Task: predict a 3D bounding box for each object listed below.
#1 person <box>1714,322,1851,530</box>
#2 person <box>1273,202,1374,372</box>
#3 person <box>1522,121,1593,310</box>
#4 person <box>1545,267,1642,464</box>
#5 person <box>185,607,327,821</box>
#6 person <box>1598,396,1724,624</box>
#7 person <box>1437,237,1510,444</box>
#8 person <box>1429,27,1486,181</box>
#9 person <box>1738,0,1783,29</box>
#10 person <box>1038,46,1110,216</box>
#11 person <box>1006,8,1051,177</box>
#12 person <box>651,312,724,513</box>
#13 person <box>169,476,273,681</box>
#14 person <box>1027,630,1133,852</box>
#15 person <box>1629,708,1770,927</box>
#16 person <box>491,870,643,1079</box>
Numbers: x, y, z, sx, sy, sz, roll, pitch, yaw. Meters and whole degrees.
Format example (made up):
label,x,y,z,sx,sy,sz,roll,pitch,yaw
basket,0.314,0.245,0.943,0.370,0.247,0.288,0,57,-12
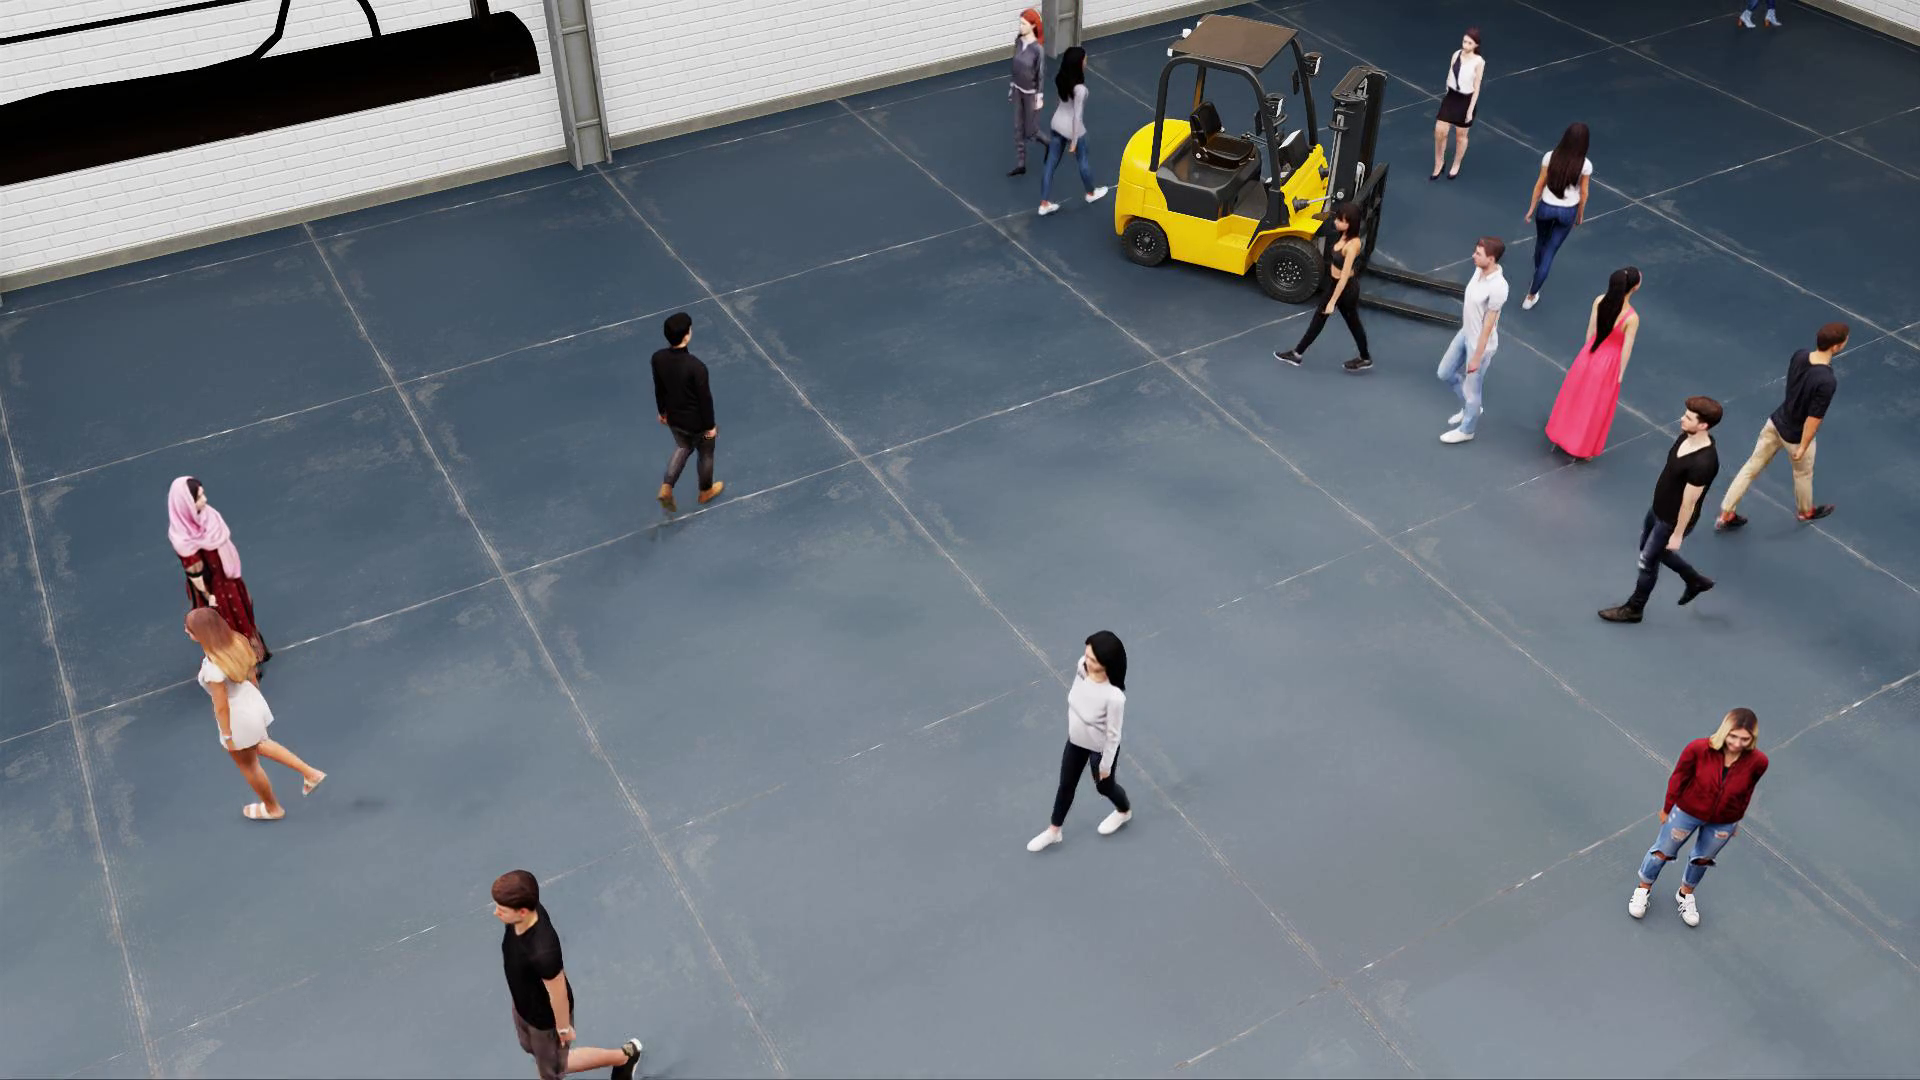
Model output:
label,x,y,z,sx,sy,sz,roll,pitch,yaw
person,6.064,-0.788,12.306,1.196,1.807,0.825,-10,40,-13
person,3.333,-2.095,14.113,1.163,1.594,0.923,0,39,-1
person,5.331,-2.878,14.969,0.878,1.749,1.058,23,44,26
person,5.032,-1.374,13.111,0.640,1.717,0.665,-24,44,-27
person,-4.260,1.071,10.077,0.884,1.683,0.775,-1,39,-1
person,5.001,-0.163,11.465,1.106,1.880,1.008,5,39,6
person,4.210,-1.581,13.274,0.793,1.838,0.769,-7,39,-9
person,5.177,-4.468,17.054,0.667,1.632,0.741,28,46,30
person,9.907,-7.039,20.290,0.891,1.610,0.835,11,40,13
person,0.976,-3.990,16.400,1.064,1.700,0.716,-26,46,-29
person,0.747,-4.601,17.115,0.850,1.763,0.653,-26,46,-29
person,-2.087,-0.920,12.551,0.898,1.707,1.012,19,43,23
person,-5.008,0.262,11.128,0.805,1.636,0.774,4,39,5
person,0.874,1.187,9.939,0.928,1.675,0.641,-21,43,-24
person,4.248,1.565,9.498,0.657,1.634,0.726,8,39,10
person,-2.035,2.296,8.412,0.947,1.846,0.684,-22,43,-25
